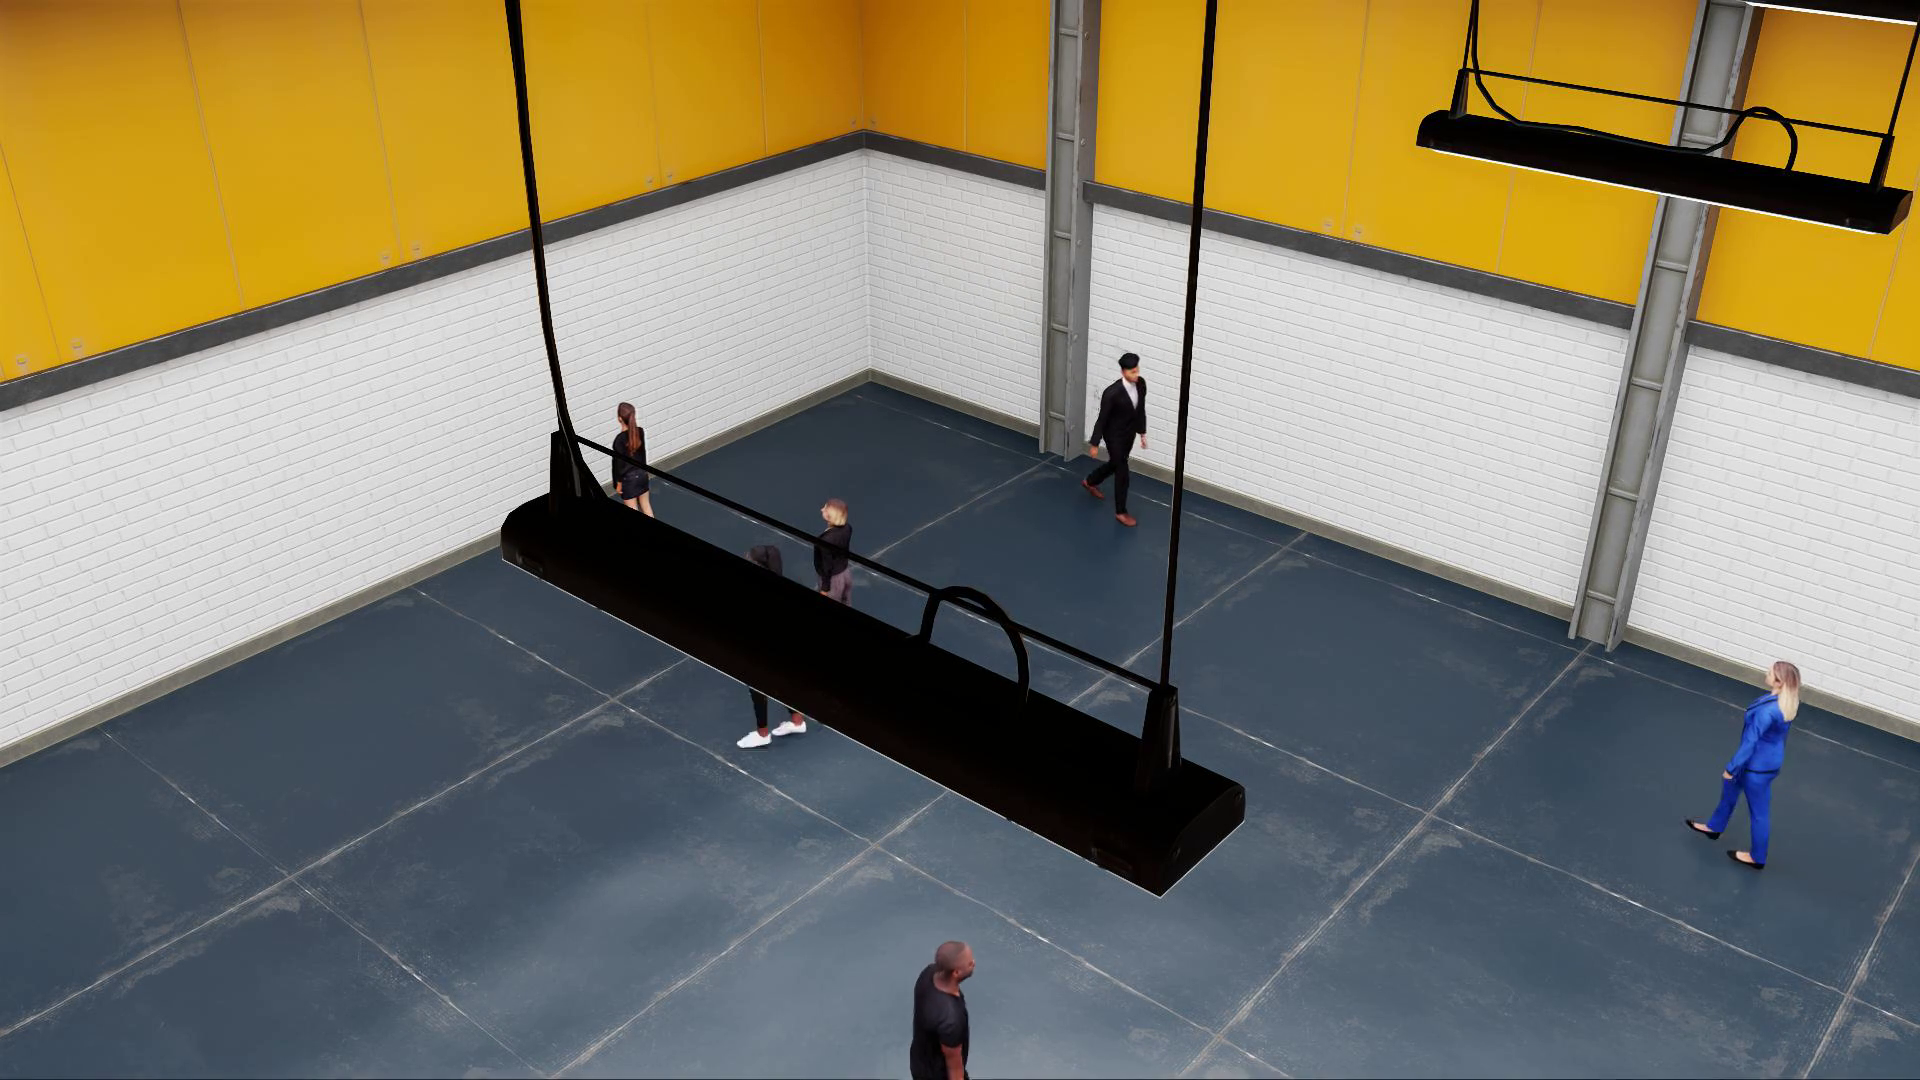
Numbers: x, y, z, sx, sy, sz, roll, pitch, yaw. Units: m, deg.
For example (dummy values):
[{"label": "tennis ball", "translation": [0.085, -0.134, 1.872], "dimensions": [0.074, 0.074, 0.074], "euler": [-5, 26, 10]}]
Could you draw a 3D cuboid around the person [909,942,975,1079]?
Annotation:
[{"label": "person", "translation": [-0.198, 2.970, 9.220], "dimensions": [0.910, 1.804, 0.848], "euler": [-3, 29, -5]}]

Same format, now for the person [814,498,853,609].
[{"label": "person", "translation": [-1.040, 0.397, 14.072], "dimensions": [0.626, 1.675, 0.652], "euler": [12, 31, 21]}]

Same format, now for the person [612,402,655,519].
[{"label": "person", "translation": [-3.158, -0.614, 16.049], "dimensions": [0.523, 1.555, 0.531], "euler": [21, 35, 33]}]

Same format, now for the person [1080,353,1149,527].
[{"label": "person", "translation": [1.532, -1.057, 16.569], "dimensions": [1.107, 1.835, 0.778], "euler": [23, 36, 36]}]

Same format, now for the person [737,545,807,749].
[{"label": "person", "translation": [-1.411, 0.821, 13.252], "dimensions": [0.937, 1.716, 0.875], "euler": [-4, 29, -8]}]

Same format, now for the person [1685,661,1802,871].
[{"label": "person", "translation": [5.773, 1.632, 11.799], "dimensions": [0.837, 1.682, 0.655], "euler": [23, 36, 36]}]
